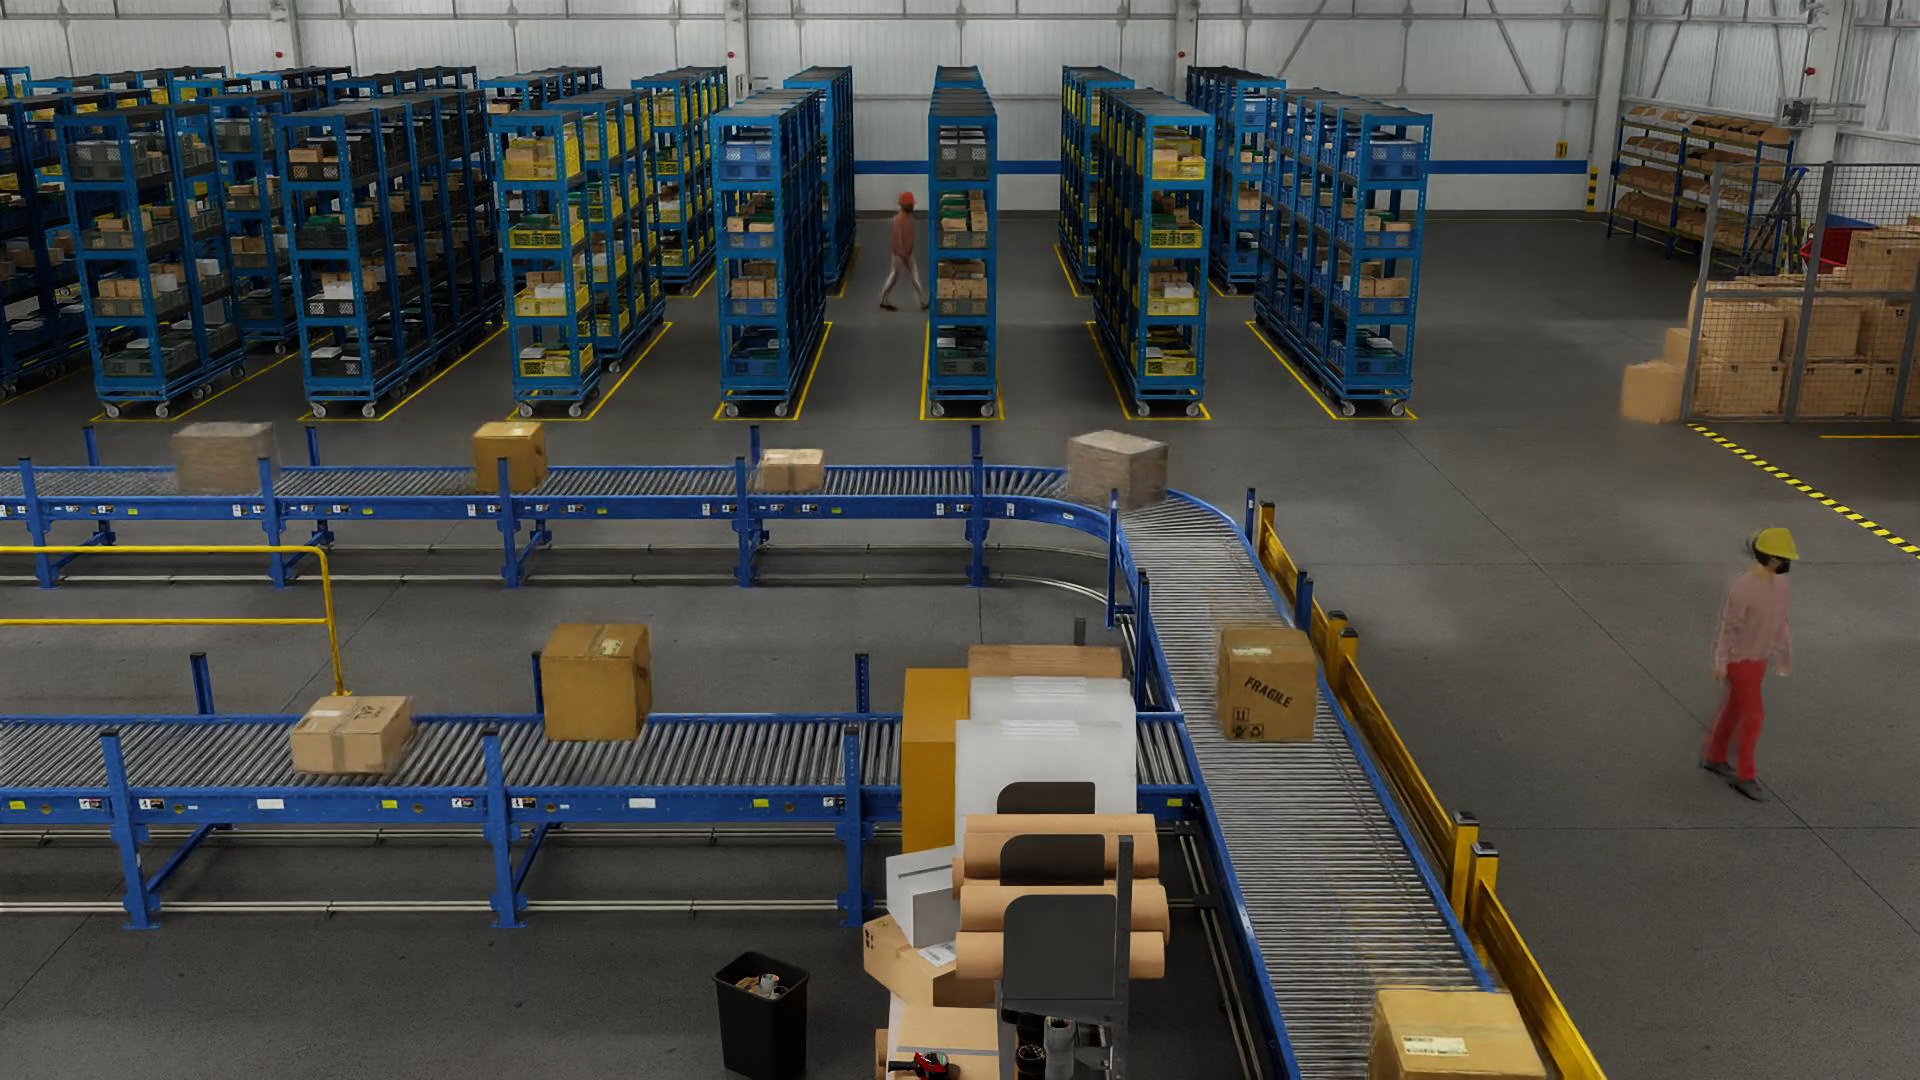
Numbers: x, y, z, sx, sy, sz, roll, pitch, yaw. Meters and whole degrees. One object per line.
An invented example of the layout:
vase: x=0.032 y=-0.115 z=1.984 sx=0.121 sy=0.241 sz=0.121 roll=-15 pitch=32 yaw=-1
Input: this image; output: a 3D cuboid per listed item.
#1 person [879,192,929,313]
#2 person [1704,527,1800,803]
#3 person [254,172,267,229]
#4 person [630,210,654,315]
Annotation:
person: x=-0.877 y=-4.602 z=26.673 sx=1.026 sy=1.938 sz=0.643 roll=7 pitch=19 yaw=22
person: x=5.048 y=0.771 z=10.443 sx=0.549 sy=1.742 sz=0.700 roll=-11 pitch=21 yaw=-31
person: x=-14.121 y=-6.823 z=33.667 sx=0.376 sy=1.844 sz=0.571 roll=-4 pitch=18 yaw=-11
person: x=-5.262 y=-4.458 z=26.437 sx=0.648 sy=1.811 sz=0.593 roll=7 pitch=19 yaw=20
